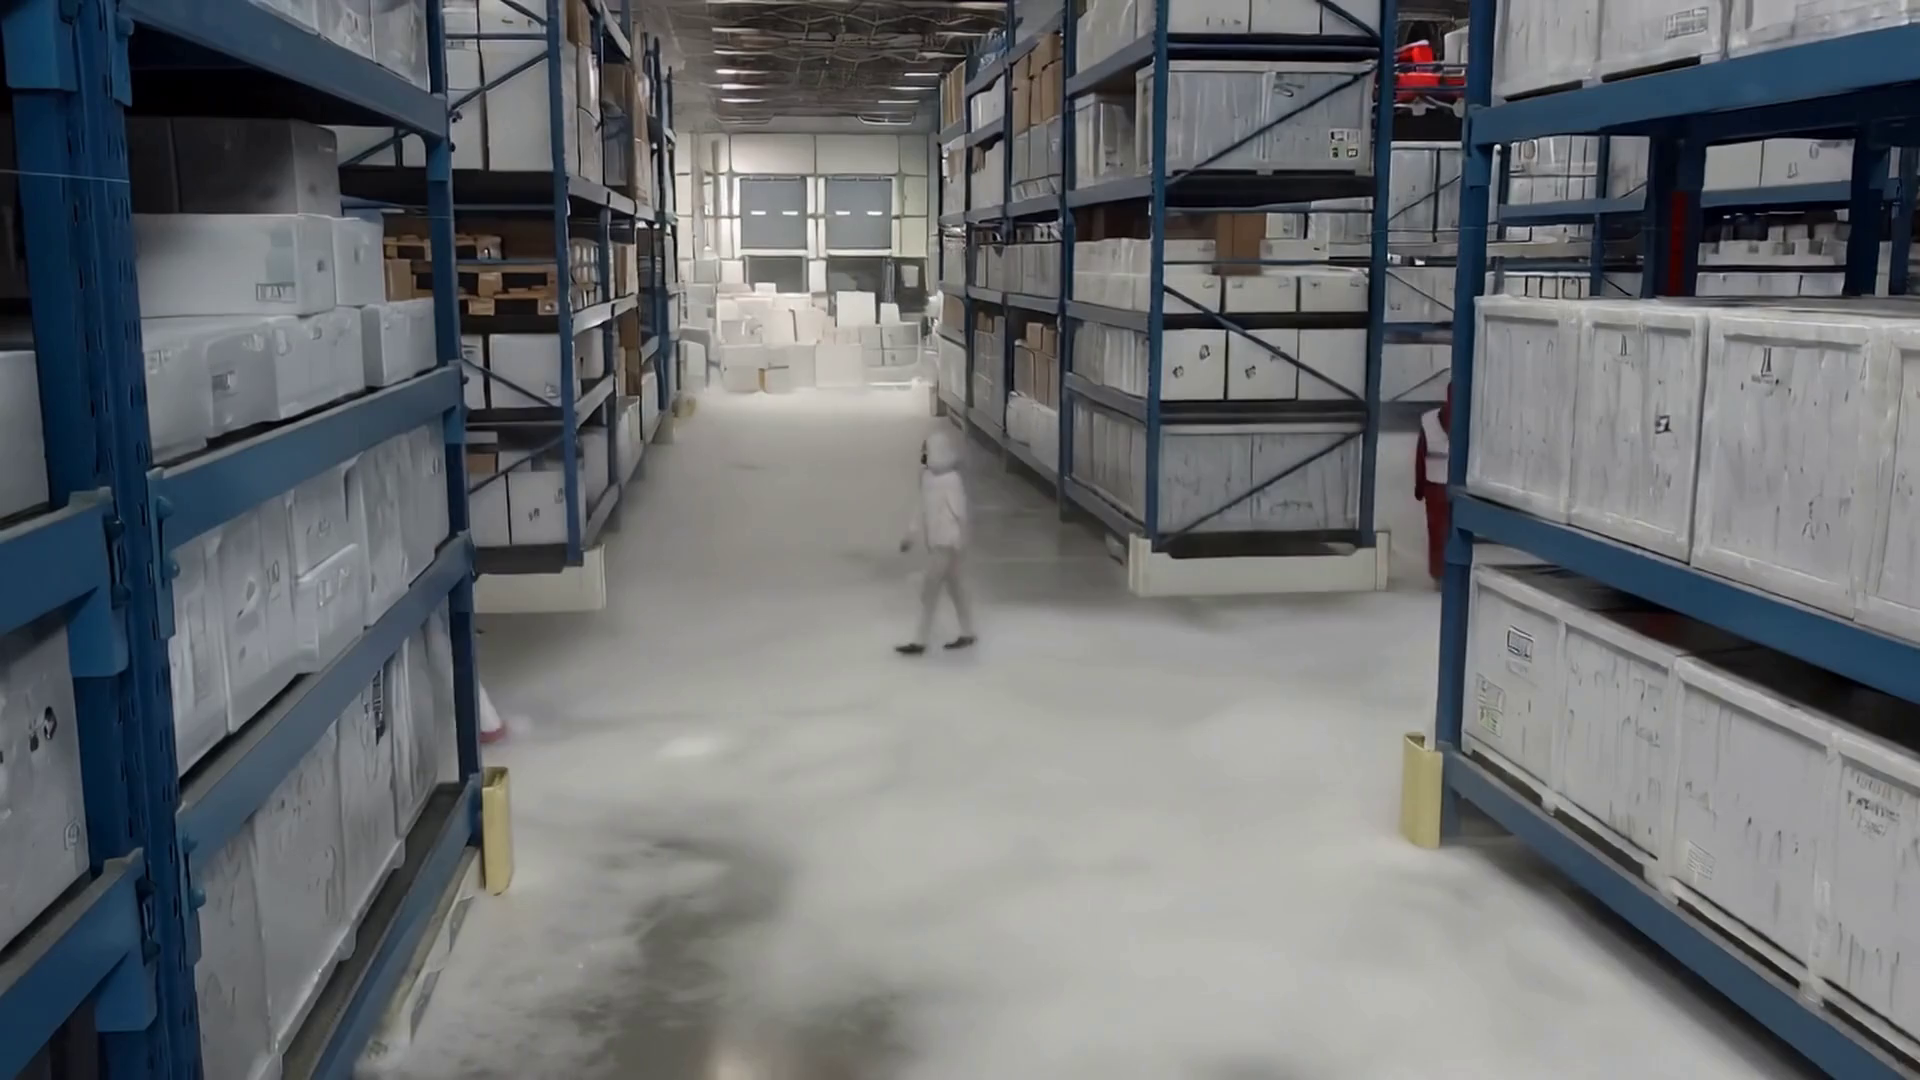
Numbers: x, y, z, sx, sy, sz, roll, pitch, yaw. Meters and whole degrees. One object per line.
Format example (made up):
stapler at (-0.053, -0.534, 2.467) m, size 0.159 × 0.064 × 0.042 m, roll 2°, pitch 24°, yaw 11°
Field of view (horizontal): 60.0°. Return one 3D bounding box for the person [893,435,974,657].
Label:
person at (-0.208, 0.048, 12.015) m, size 0.801 × 1.602 × 0.513 m, roll -5°, pitch 11°, yaw -25°

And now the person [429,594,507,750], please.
person at (-3.124, 0.372, 9.567) m, size 0.989 × 1.804 × 0.578 m, roll -4°, pitch 11°, yaw -24°

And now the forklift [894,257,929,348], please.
forklift at (-1.574, -7.394, 51.613) m, size 1.129 × 2.768 × 1.873 m, roll -1°, pitch 10°, yaw -7°

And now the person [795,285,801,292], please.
person at (-6.856, -10.063, 70.879) m, size 0.873 × 1.587 × 0.532 m, roll -2°, pitch 10°, yaw -12°

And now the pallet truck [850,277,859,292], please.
pallet truck at (-3.782, -9.391, 65.808) m, size 1.885 × 1.965 × 0.823 m, roll 2°, pitch 10°, yaw 10°

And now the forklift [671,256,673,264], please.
forklift at (-11.202, -9.362, 63.071) m, size 1.129 × 2.768 × 1.873 m, roll -1°, pitch 10°, yaw -7°

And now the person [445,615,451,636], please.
person at (-4.122, -0.026, 12.464) m, size 0.859 × 1.577 × 0.504 m, roll -1°, pitch 10°, yaw -3°

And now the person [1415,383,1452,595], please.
person at (4.198, -0.453, 14.233) m, size 0.599 × 1.837 × 1.039 m, roll 3°, pitch 10°, yaw 18°
